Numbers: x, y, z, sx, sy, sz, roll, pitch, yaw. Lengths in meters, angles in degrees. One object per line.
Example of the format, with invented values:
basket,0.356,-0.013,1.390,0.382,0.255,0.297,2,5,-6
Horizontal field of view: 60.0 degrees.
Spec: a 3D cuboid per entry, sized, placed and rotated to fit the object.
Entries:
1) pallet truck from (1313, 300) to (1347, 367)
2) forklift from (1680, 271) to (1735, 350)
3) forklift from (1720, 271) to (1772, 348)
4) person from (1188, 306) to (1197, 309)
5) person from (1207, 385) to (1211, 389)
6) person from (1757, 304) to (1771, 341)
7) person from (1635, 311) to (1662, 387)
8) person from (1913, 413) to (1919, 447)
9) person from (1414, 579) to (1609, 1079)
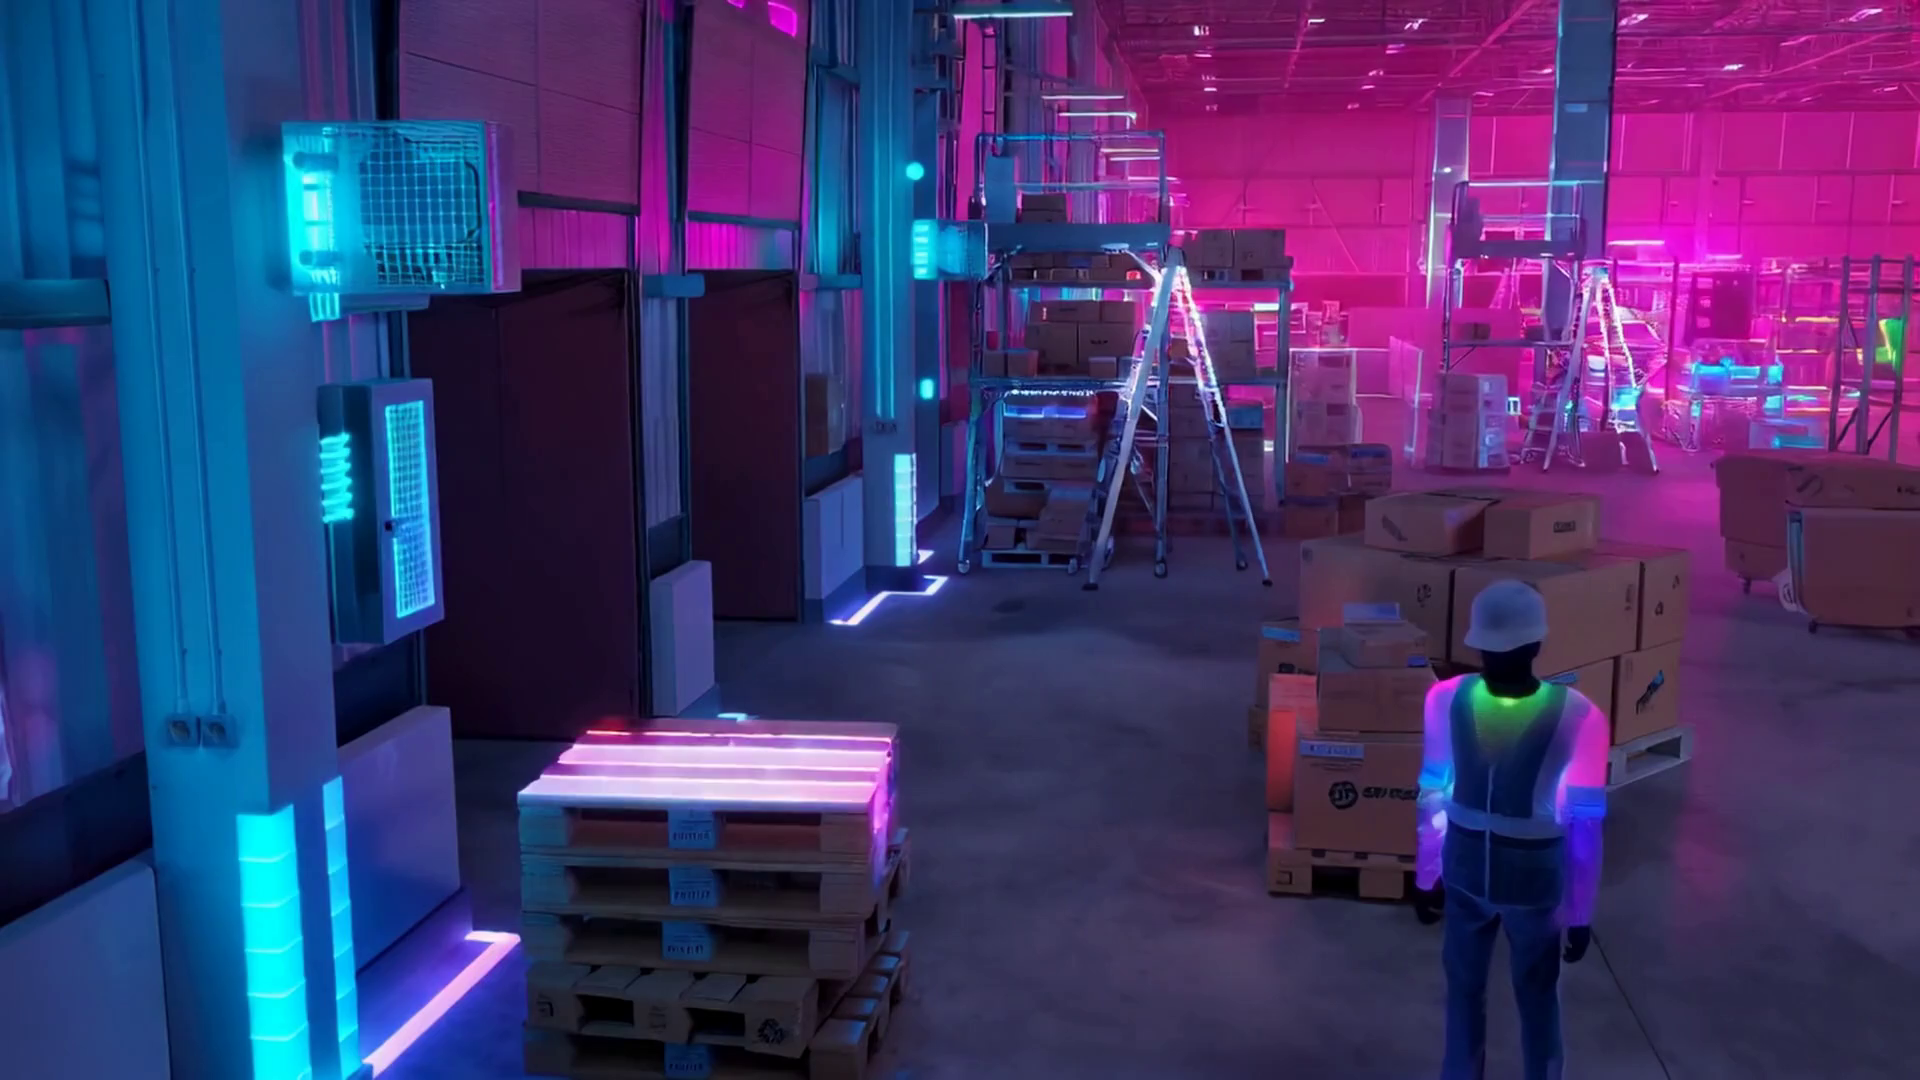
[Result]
pallet truck,11.159,-6.200,49.718,0.823,1.965,1.885,4,10,26
forklift,17.320,-4.818,38.478,1.129,2.768,1.873,5,10,28
forklift,22.245,-6.318,47.732,1.873,2.768,1.129,-3,10,-17
person,6.210,-5.353,44.715,0.544,1.930,0.389,-5,11,-29
person,5.191,-3.650,35.126,0.313,1.634,0.517,-5,11,-29
person,22.209,-5.564,46.006,0.358,1.931,0.628,4,10,22
person,16.418,-4.518,39.679,0.986,1.896,0.543,-9,13,-43
person,15.691,-2.367,26.890,0.322,1.737,0.486,9,13,42
person,1.682,1.062,5.182,0.589,1.918,0.399,8,12,40
